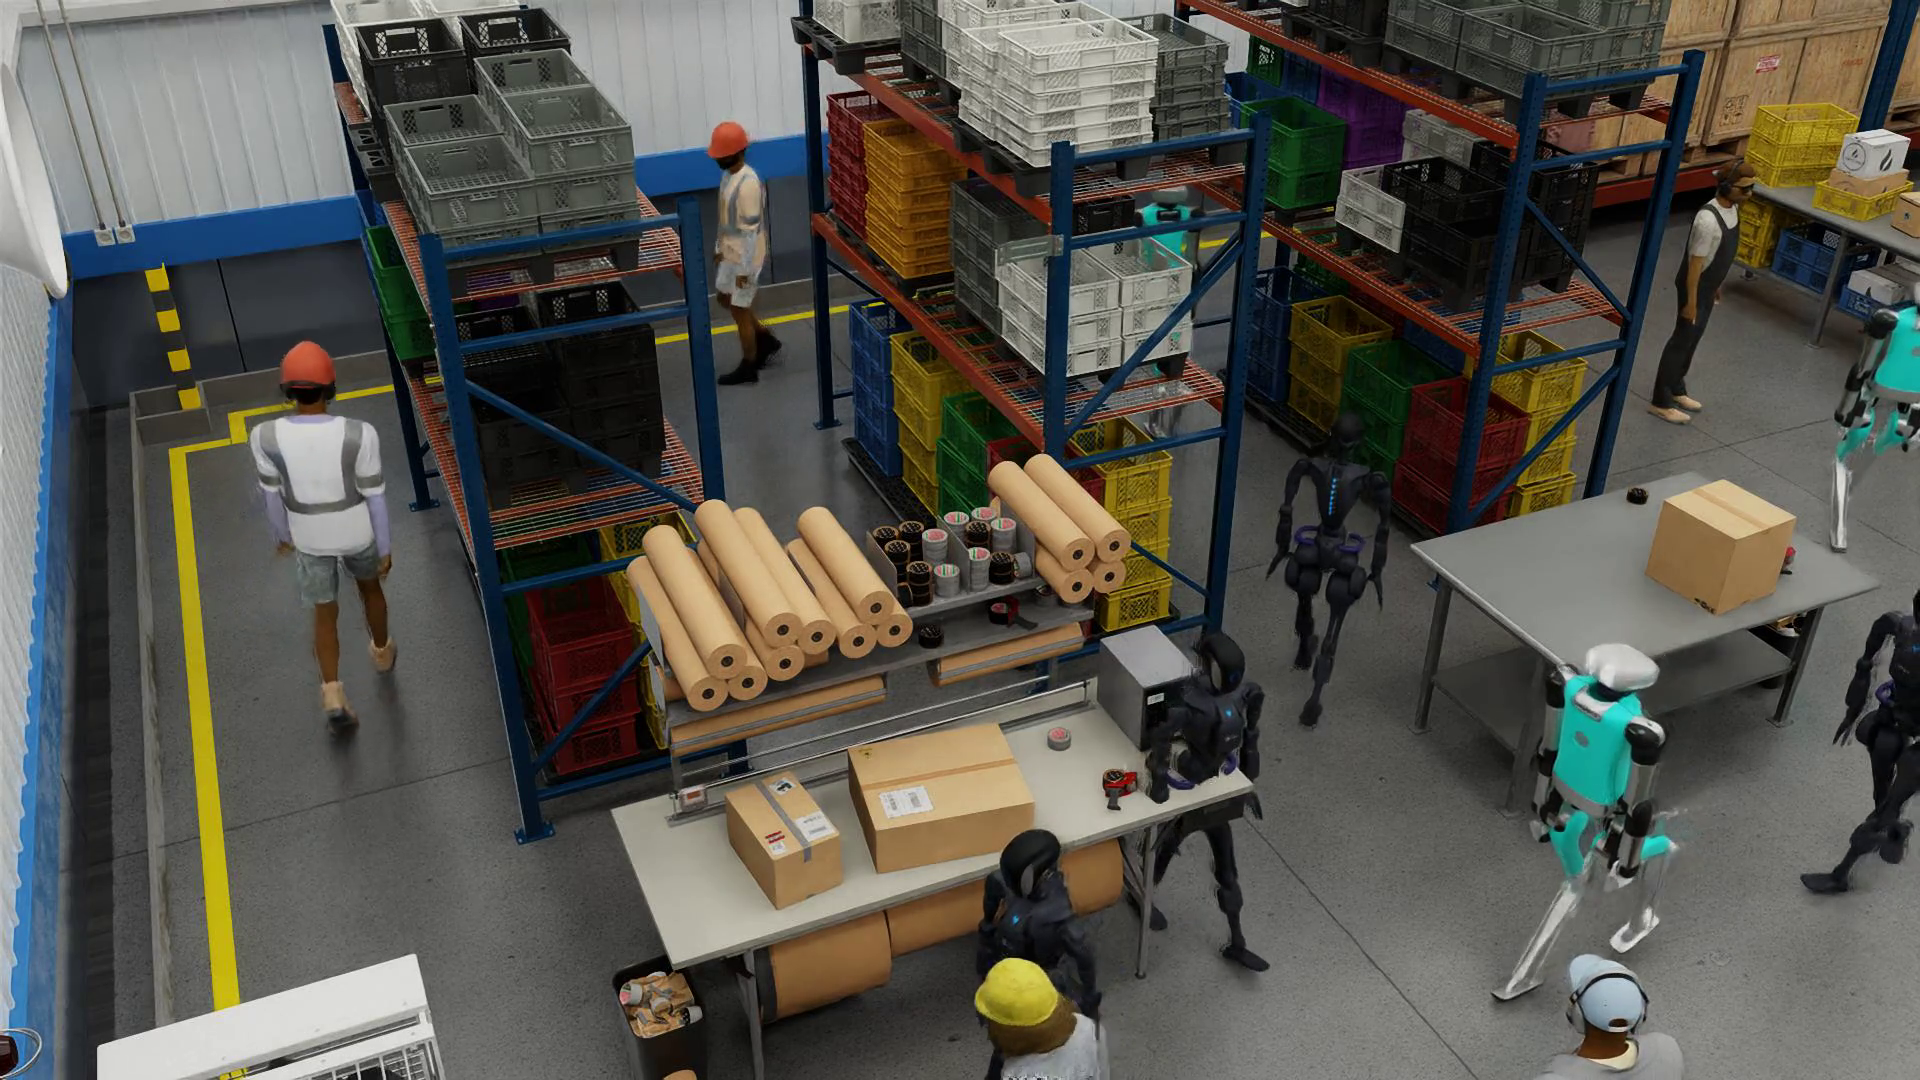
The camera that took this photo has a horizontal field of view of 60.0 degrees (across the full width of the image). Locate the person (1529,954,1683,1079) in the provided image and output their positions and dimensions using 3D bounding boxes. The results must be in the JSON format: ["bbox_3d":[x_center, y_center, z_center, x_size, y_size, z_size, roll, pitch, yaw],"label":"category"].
[{"bbox_3d":[1.868,2.011,5.195,0.597,1.849,0.388,-14,34,-21],"label":"person"}]

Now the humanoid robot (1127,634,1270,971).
[{"bbox_3d":[1.017,1.081,6.902,0.603,1.622,0.758,-17,36,-26],"label":"humanoid robot"}]

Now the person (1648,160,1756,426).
[{"bbox_3d":[4.985,-1.668,11.182,0.341,1.841,0.500,23,38,33],"label":"person"}]

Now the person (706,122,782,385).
[{"bbox_3d":[-1.527,-2.013,11.689,0.518,1.914,0.577,-12,33,-18],"label":"person"}]

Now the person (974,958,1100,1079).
[{"bbox_3d":[0.256,2.011,5.350,0.927,1.677,0.562,25,39,34],"label":"person"}]

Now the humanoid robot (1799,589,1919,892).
[{"bbox_3d":[4.188,0.851,7.290,0.759,1.623,0.599,-15,35,-23],"label":"humanoid robot"}]

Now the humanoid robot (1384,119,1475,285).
[{"bbox_3d":[3.405,-2.442,12.526,0.551,1.755,0.833,-18,36,-27],"label":"humanoid robot"}]

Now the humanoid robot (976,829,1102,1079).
[{"bbox_3d":[0.279,1.694,5.910,0.667,1.642,0.607,-26,40,-35],"label":"humanoid robot"}]

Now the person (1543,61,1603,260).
[{"bbox_3d":[4.972,-3.113,13.607,0.522,1.761,0.336,-16,35,-24],"label":"person"}]

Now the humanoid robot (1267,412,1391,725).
[{"bbox_3d":[1.876,0.108,8.494,0.613,1.627,0.767,12,34,19],"label":"humanoid robot"}]

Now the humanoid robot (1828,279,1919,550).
[{"bbox_3d":[5.486,-0.821,9.932,0.559,1.795,0.934,10,33,15],"label":"humanoid robot"}]

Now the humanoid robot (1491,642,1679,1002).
[{"bbox_3d":[2.714,1.119,6.807,1.030,1.779,0.542,-17,35,-25],"label":"humanoid robot"}]

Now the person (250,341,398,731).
[{"bbox_3d":[-3.141,-0.009,8.334,0.608,2.007,0.886,-7,32,-12],"label":"person"}]

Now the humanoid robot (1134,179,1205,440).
[{"bbox_3d":[1.368,-1.360,10.869,0.549,1.877,0.745,-7,32,-12],"label":"humanoid robot"}]

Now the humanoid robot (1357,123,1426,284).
[{"bbox_3d":[3.186,-2.112,12.043,0.539,1.844,0.666,-11,33,-17],"label":"humanoid robot"}]
